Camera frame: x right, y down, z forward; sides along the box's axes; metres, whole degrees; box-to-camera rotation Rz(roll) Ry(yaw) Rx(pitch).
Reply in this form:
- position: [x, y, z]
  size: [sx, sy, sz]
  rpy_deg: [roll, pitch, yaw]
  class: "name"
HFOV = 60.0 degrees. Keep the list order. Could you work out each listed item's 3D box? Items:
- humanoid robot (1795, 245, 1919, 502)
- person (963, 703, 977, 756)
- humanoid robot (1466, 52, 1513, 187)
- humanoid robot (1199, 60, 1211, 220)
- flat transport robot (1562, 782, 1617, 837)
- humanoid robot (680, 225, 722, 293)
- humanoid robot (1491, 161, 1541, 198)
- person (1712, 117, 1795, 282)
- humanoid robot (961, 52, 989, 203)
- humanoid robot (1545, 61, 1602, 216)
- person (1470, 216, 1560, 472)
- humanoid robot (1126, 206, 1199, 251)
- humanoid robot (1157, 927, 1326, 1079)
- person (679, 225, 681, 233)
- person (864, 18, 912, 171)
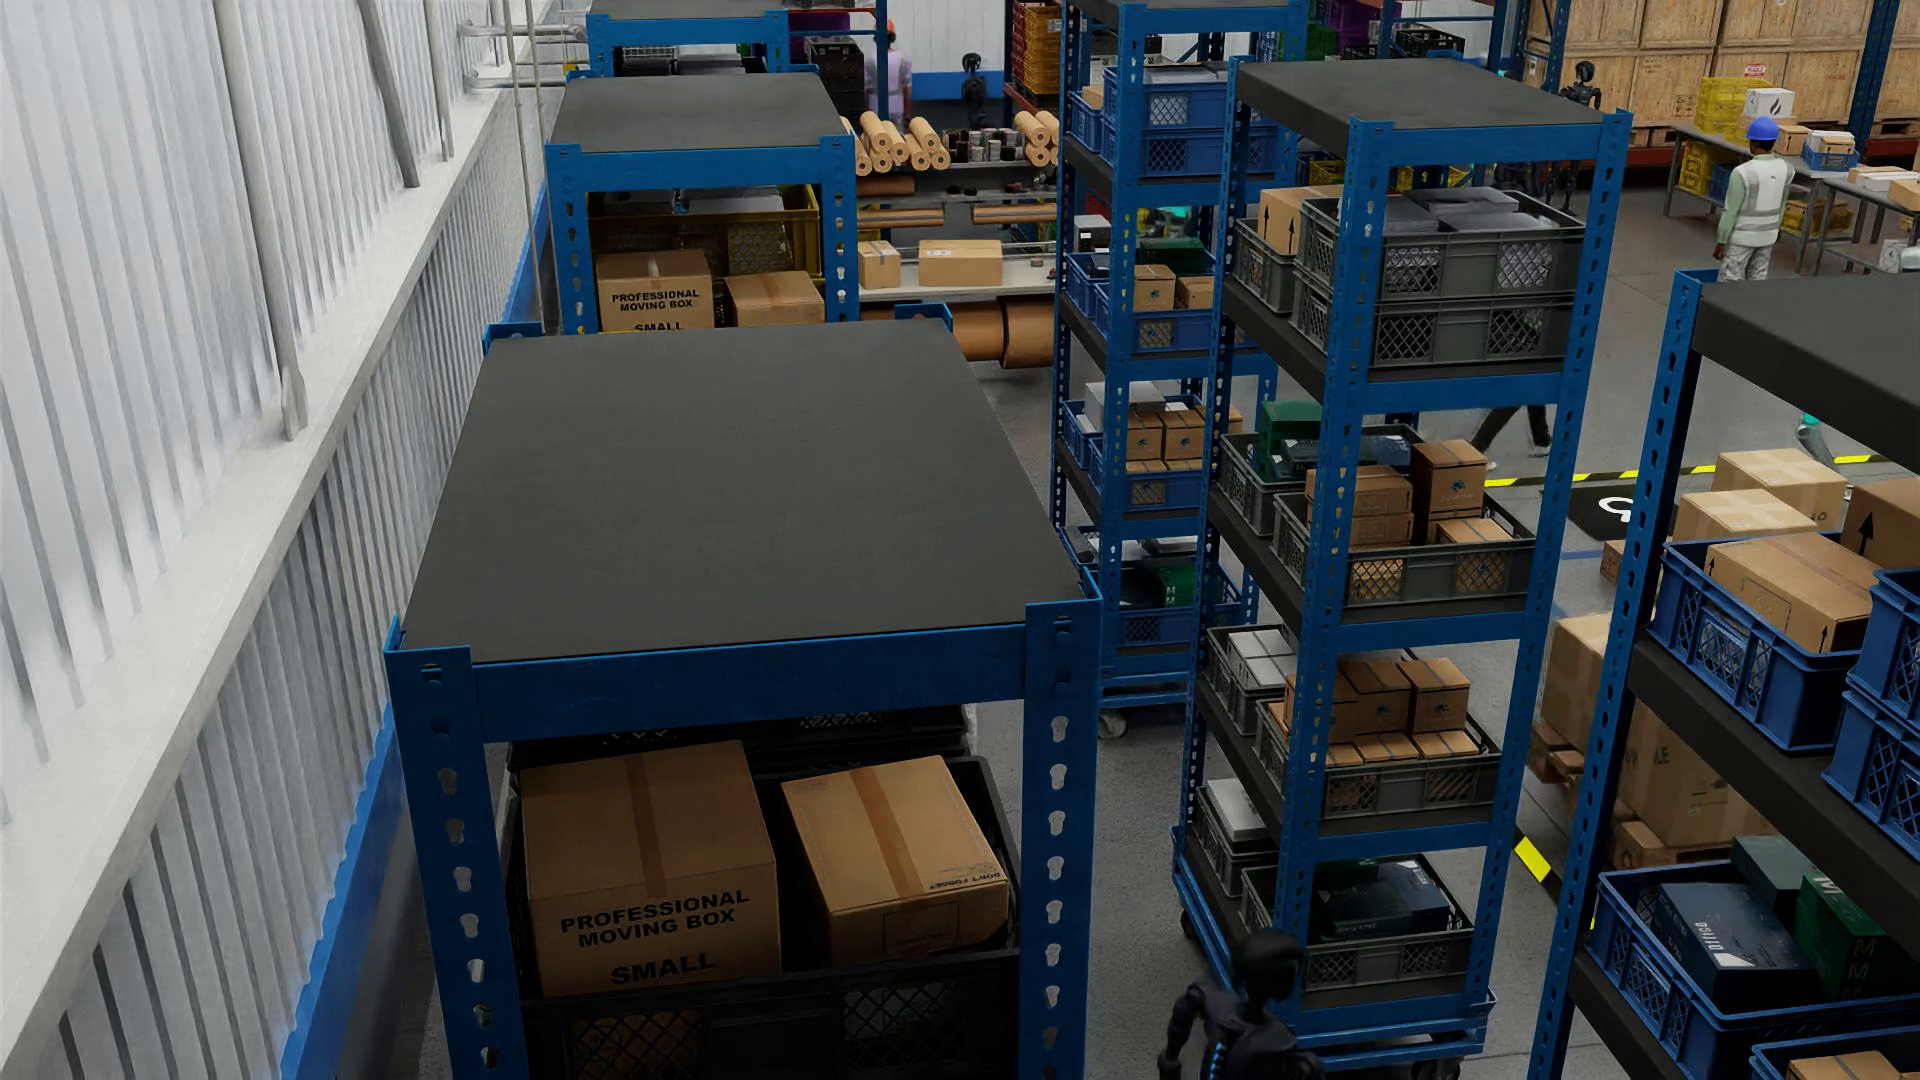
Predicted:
- position: [5.775, -1.104, 10.776]
  size: [0.735, 1.681, 0.533]
  rpy_deg: [14, 28, 27]
  class: "humanoid robot"
- position: [-0.125, 0.447, 7.443]
  size: [0.429, 1.843, 0.633]
  rpy_deg: [18, 30, 33]
  class: "person"
- position: [5.681, -4.314, 17.972]
  size: [0.536, 1.772, 1.031]
  rpy_deg: [1, 25, 3]
  class: "humanoid robot"
- position: [2.603, -4.198, 17.772]
  size: [0.534, 1.884, 0.695]
  rpy_deg: [0, 25, 1]
  class: "humanoid robot"
- position: [3.300, 1.288, 7.466]
  size: [0.652, 0.197, 1.431]
  rpy_deg: [-4, 25, -8]
  class: "flat transport robot"
- position: [-2.163, -2.615, 14.309]
  size: [0.541, 1.855, 0.777]
  rpy_deg: [-3, 25, -7]
  class: "humanoid robot"
- position: [5.418, -3.518, 16.258]
  size: [0.598, 1.658, 0.361]
  rpy_deg: [-12, 28, -25]
  class: "humanoid robot"
- position: [6.508, -2.510, 13.760]
  size: [0.605, 1.939, 0.421]
  rpy_deg: [-8, 26, -16]
  class: "person"
- position: [0.232, -4.607, 18.631]
  size: [0.433, 1.646, 0.608]
  rpy_deg: [-1, 25, -2]
  class: "humanoid robot"
- position: [6.645, -4.347, 18.043]
  size: [0.599, 1.659, 0.315]
  rpy_deg: [-4, 25, -8]
  class: "humanoid robot"
- position: [3.908, -1.355, 11.406]
  size: [0.960, 1.806, 0.590]
  rpy_deg: [-6, 25, -13]
  class: "person"
- position: [1.615, -2.381, 13.699]
  size: [1.003, 1.727, 0.531]
  rpy_deg: [-17, 30, -32]
  class: "humanoid robot"
- position: [0.742, 1.806, 4.683]
  size: [0.388, 1.637, 0.610]
  rpy_deg: [-21, 32, -38]
  class: "humanoid robot"
- position: [-3.000, -3.992, 16.947]
  size: [0.611, 1.963, 0.363]
  rpy_deg: [0, 25, -1]
  class: "person"
- position: [-0.835, -4.797, 18.608]
  size: [0.610, 2.042, 0.383]
  rpy_deg: [-7, 26, -14]
  class: "person"
